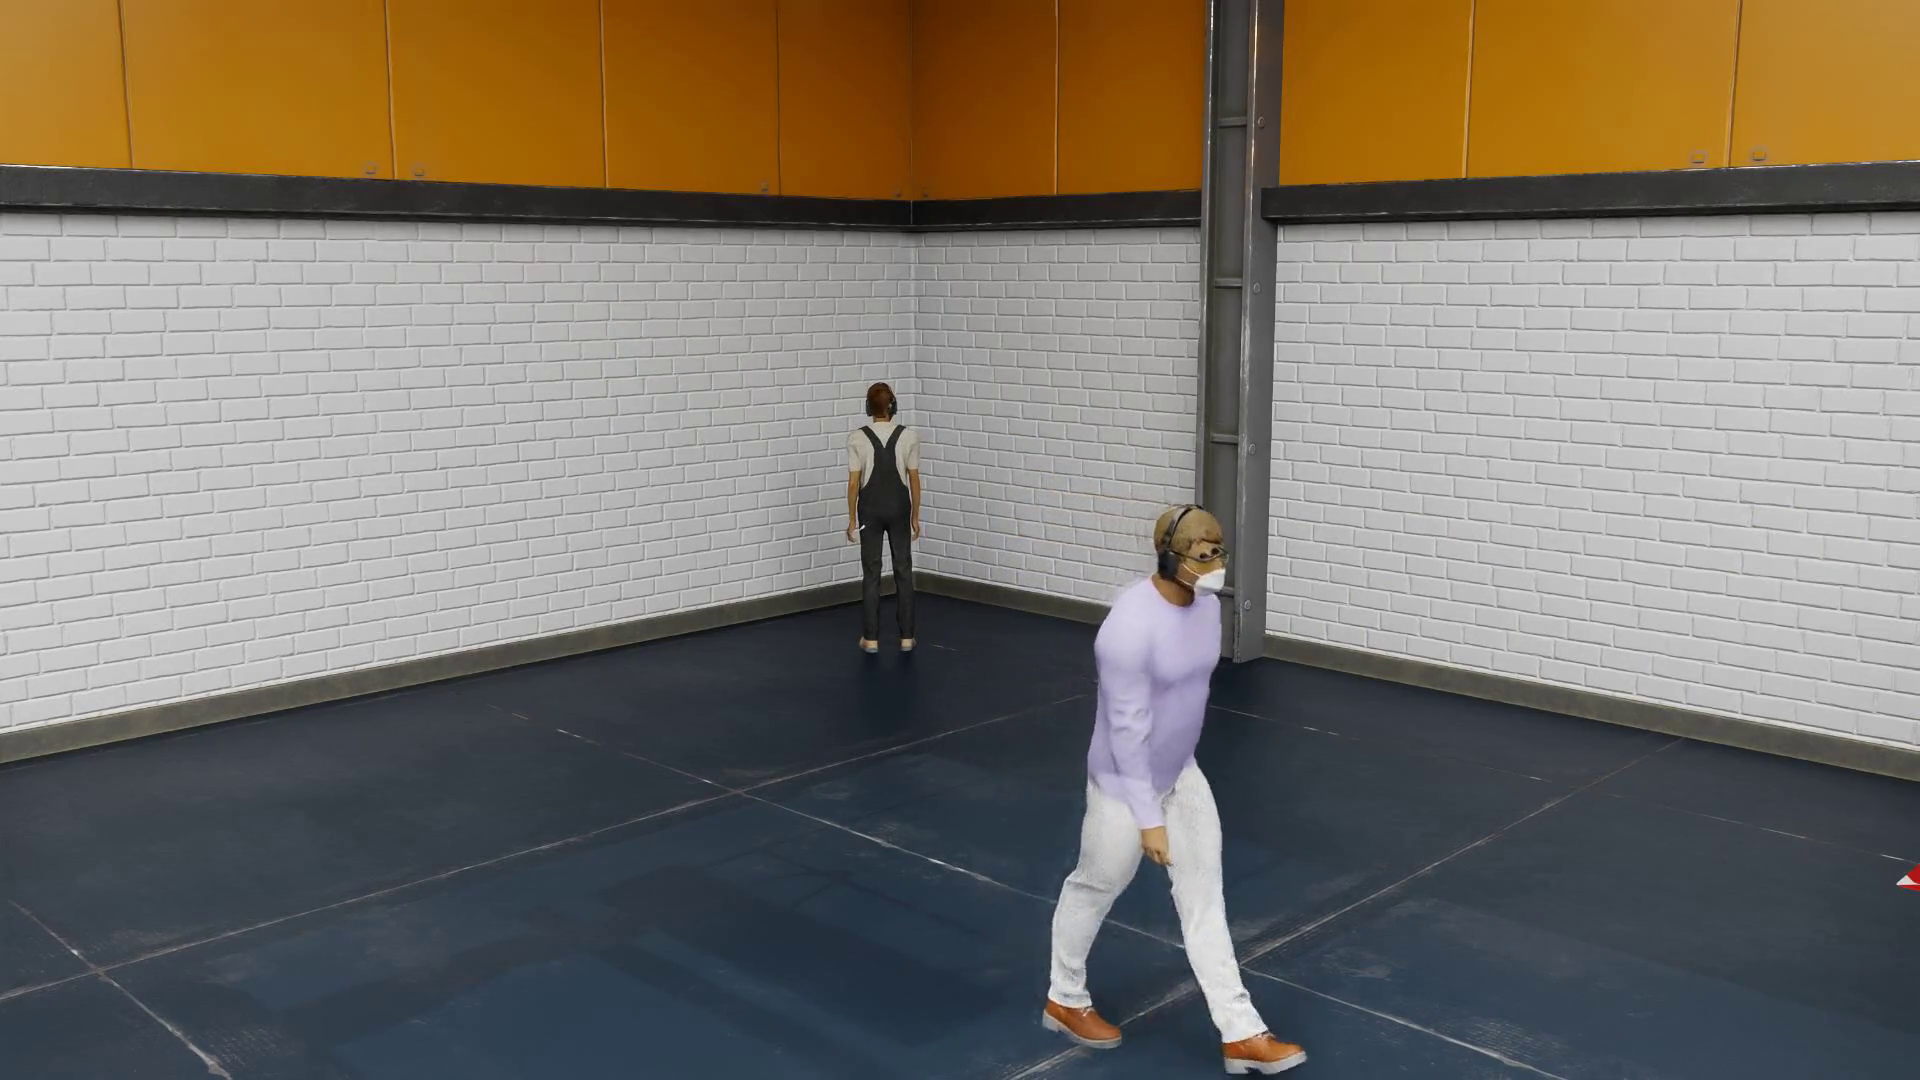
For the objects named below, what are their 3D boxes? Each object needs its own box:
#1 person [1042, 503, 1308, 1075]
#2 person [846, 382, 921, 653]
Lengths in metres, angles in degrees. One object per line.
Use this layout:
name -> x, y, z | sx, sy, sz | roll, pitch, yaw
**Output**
person -> 0.667, 0.807, 5.351 | 1.000, 1.875, 0.642 | 8, 12, 41
person -> -0.521, -0.148, 11.333 | 0.507, 1.842, 0.351 | -1, 9, -8
